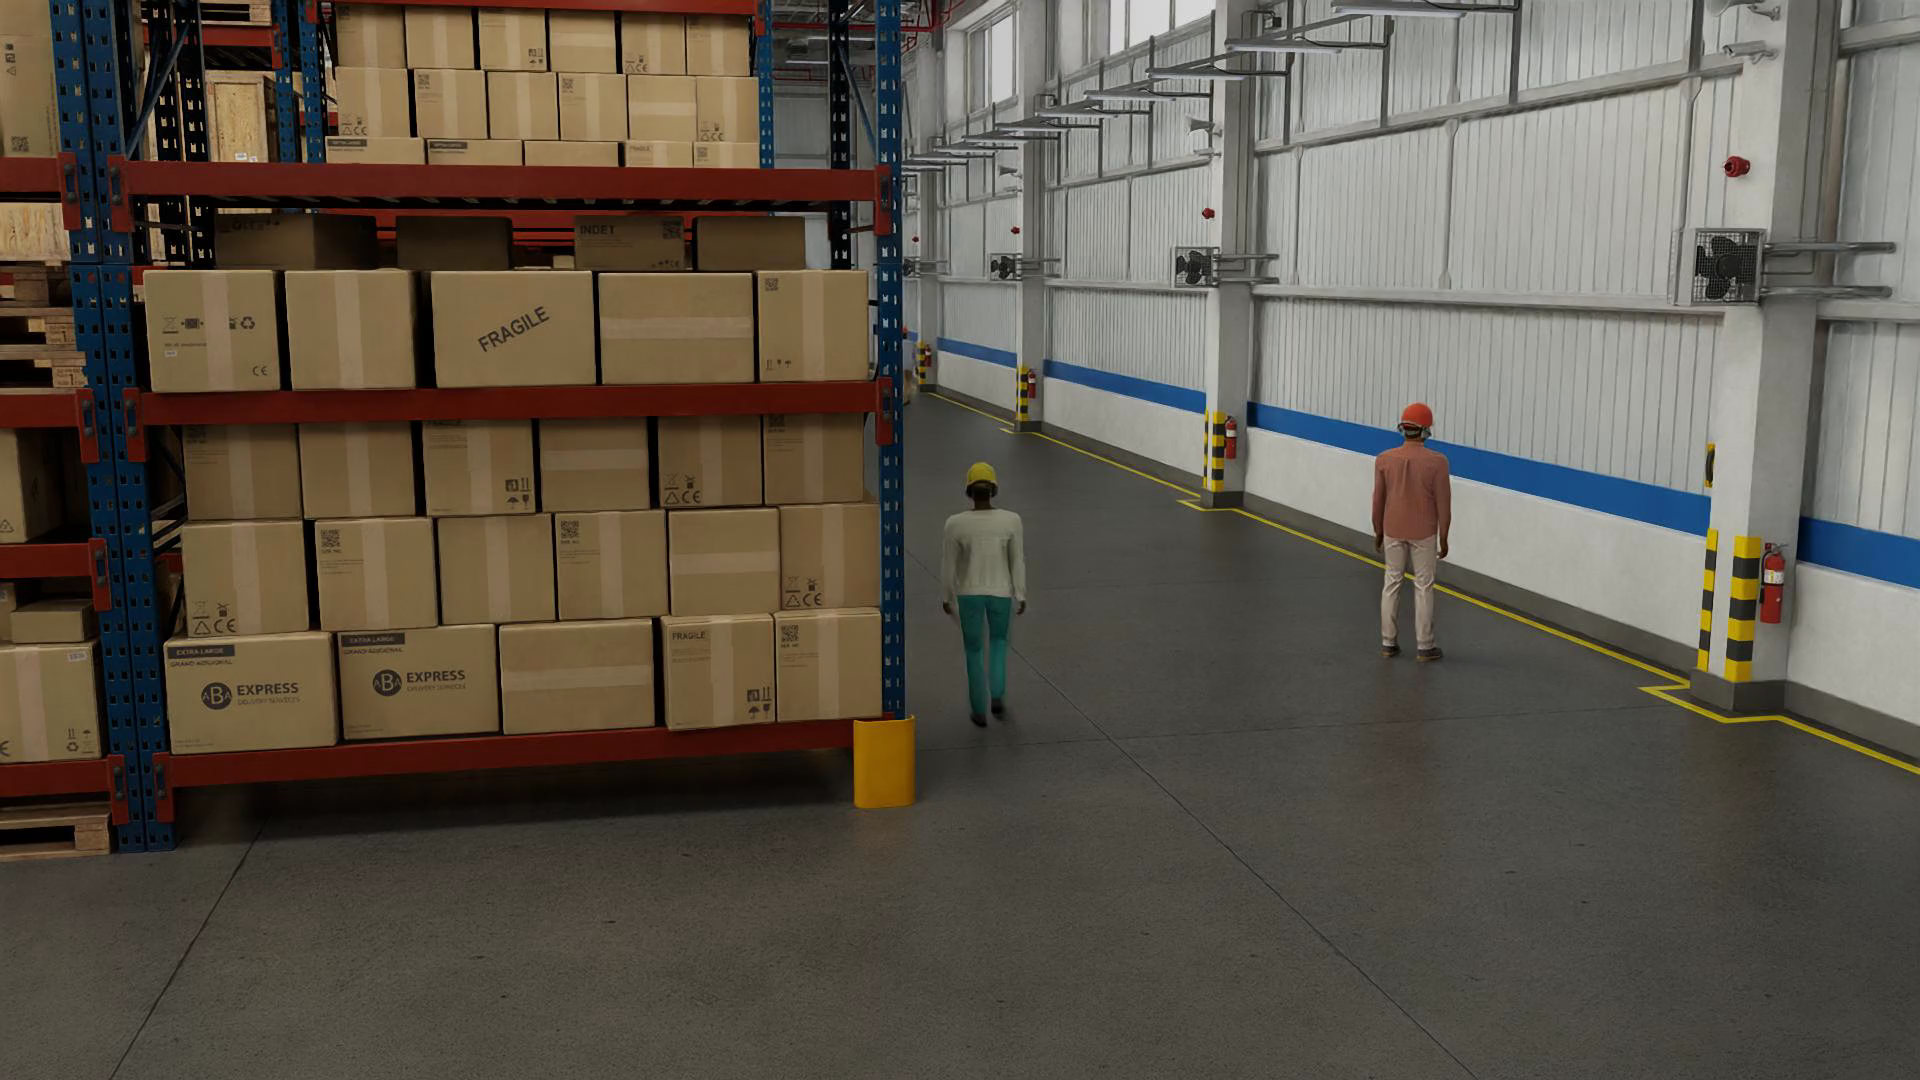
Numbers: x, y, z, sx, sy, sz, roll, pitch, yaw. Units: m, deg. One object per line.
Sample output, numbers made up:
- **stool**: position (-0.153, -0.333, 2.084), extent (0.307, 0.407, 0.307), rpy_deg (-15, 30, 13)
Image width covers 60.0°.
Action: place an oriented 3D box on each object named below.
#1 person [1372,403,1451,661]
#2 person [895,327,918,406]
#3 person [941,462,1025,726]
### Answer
- **person**: position (3.496, -0.062, 12.866), extent (0.609, 1.996, 0.383), rpy_deg (6, 11, 35)
- **person**: position (-1.242, -3.813, 36.509), extent (0.597, 1.727, 0.692), rpy_deg (-3, 10, -15)
- **person**: position (0.147, 0.351, 11.076), extent (0.553, 1.747, 0.481), rpy_deg (-1, 9, -7)
